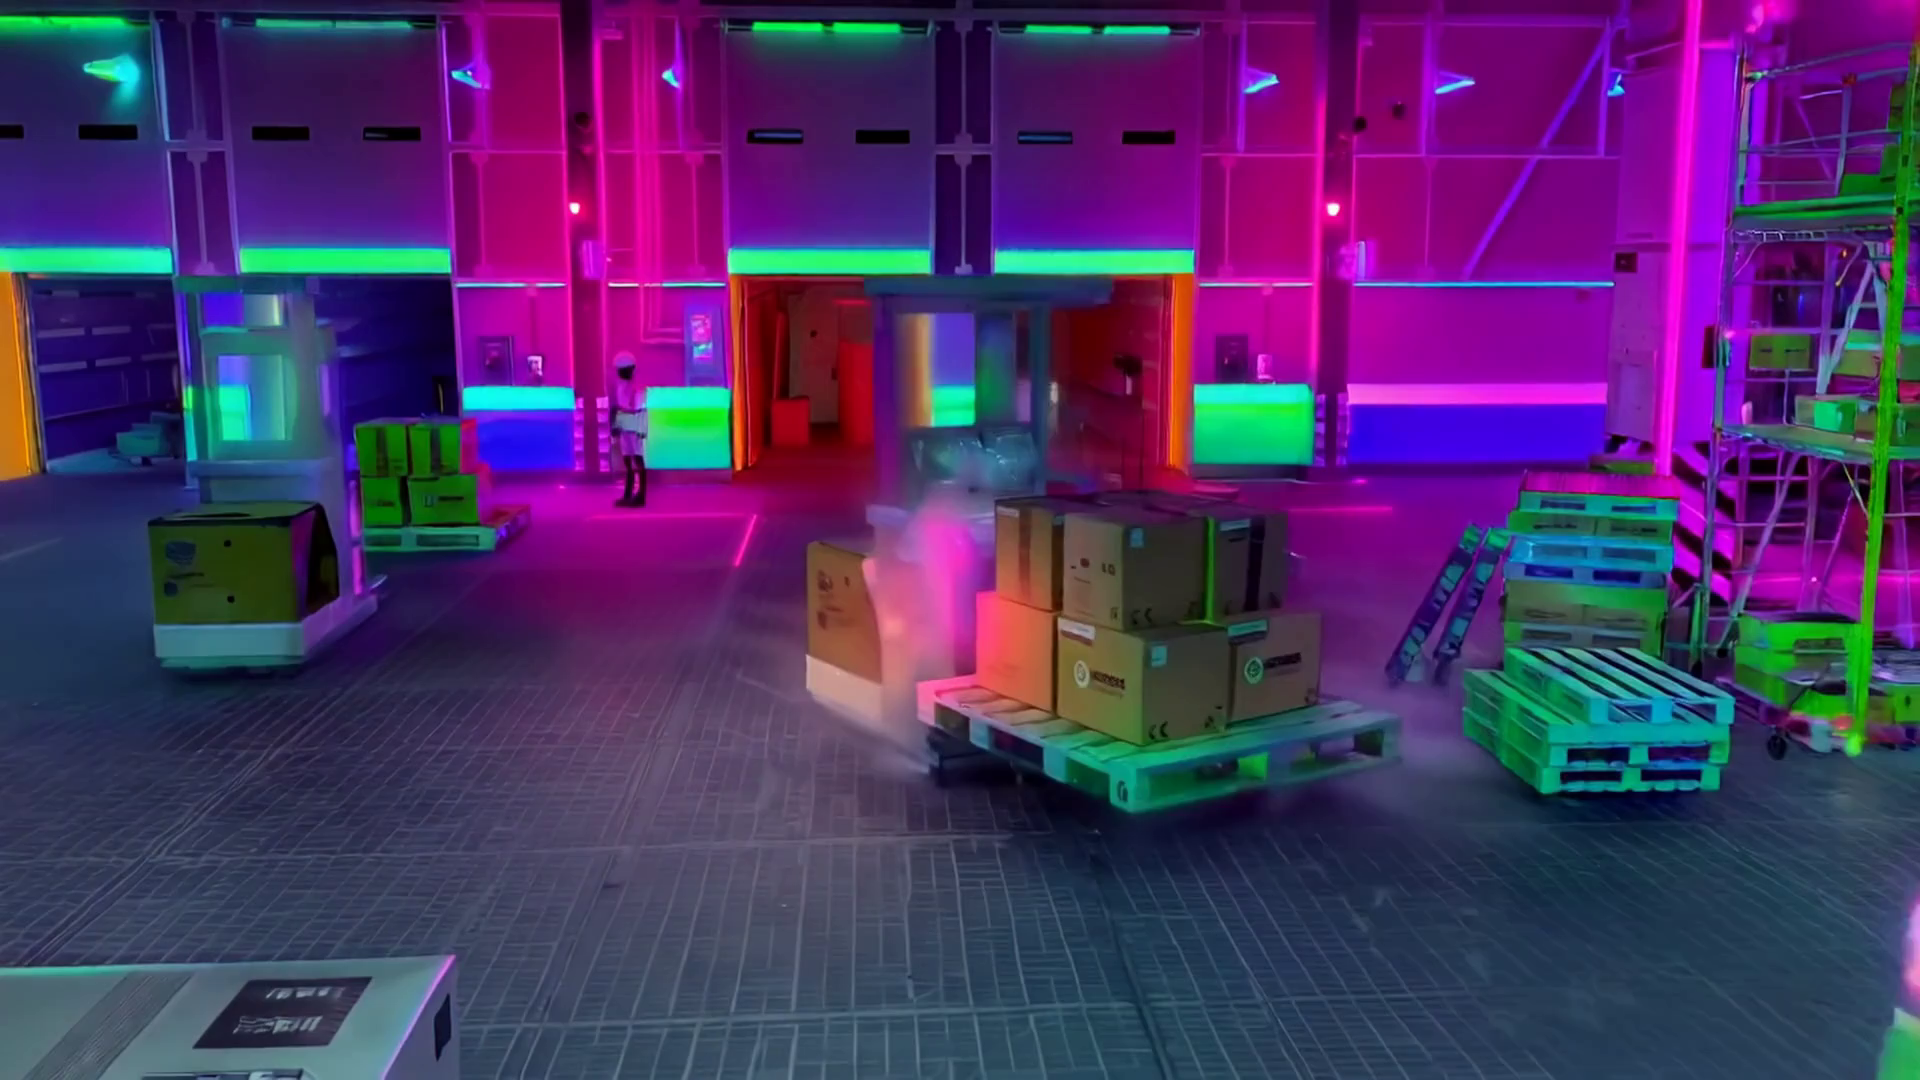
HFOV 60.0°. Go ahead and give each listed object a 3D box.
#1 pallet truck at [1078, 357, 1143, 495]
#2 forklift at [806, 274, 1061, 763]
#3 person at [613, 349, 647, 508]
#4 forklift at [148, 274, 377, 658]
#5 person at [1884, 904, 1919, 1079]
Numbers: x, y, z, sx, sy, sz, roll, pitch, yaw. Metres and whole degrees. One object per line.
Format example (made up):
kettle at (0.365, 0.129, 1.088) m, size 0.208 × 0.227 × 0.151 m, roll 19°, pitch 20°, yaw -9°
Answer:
pallet truck at (2.088, -0.836, 16.757) m, size 1.885 × 1.965 × 0.823 m, roll 2°, pitch 9°, yaw 13°
forklift at (-0.113, -0.256, 10.355) m, size 1.129 × 2.768 × 1.873 m, roll -6°, pitch 11°, yaw -32°
person at (-4.032, -1.355, 20.243) m, size 0.386 × 1.929 × 0.544 m, roll -8°, pitch 12°, yaw -43°
forklift at (-5.348, -0.627, 12.681) m, size 1.129 × 2.768 × 1.873 m, roll -1°, pitch 9°, yaw -4°
person at (2.328, 1.313, 3.533) m, size 0.572 × 1.908 × 0.725 m, roll -3°, pitch 10°, yaw -20°
